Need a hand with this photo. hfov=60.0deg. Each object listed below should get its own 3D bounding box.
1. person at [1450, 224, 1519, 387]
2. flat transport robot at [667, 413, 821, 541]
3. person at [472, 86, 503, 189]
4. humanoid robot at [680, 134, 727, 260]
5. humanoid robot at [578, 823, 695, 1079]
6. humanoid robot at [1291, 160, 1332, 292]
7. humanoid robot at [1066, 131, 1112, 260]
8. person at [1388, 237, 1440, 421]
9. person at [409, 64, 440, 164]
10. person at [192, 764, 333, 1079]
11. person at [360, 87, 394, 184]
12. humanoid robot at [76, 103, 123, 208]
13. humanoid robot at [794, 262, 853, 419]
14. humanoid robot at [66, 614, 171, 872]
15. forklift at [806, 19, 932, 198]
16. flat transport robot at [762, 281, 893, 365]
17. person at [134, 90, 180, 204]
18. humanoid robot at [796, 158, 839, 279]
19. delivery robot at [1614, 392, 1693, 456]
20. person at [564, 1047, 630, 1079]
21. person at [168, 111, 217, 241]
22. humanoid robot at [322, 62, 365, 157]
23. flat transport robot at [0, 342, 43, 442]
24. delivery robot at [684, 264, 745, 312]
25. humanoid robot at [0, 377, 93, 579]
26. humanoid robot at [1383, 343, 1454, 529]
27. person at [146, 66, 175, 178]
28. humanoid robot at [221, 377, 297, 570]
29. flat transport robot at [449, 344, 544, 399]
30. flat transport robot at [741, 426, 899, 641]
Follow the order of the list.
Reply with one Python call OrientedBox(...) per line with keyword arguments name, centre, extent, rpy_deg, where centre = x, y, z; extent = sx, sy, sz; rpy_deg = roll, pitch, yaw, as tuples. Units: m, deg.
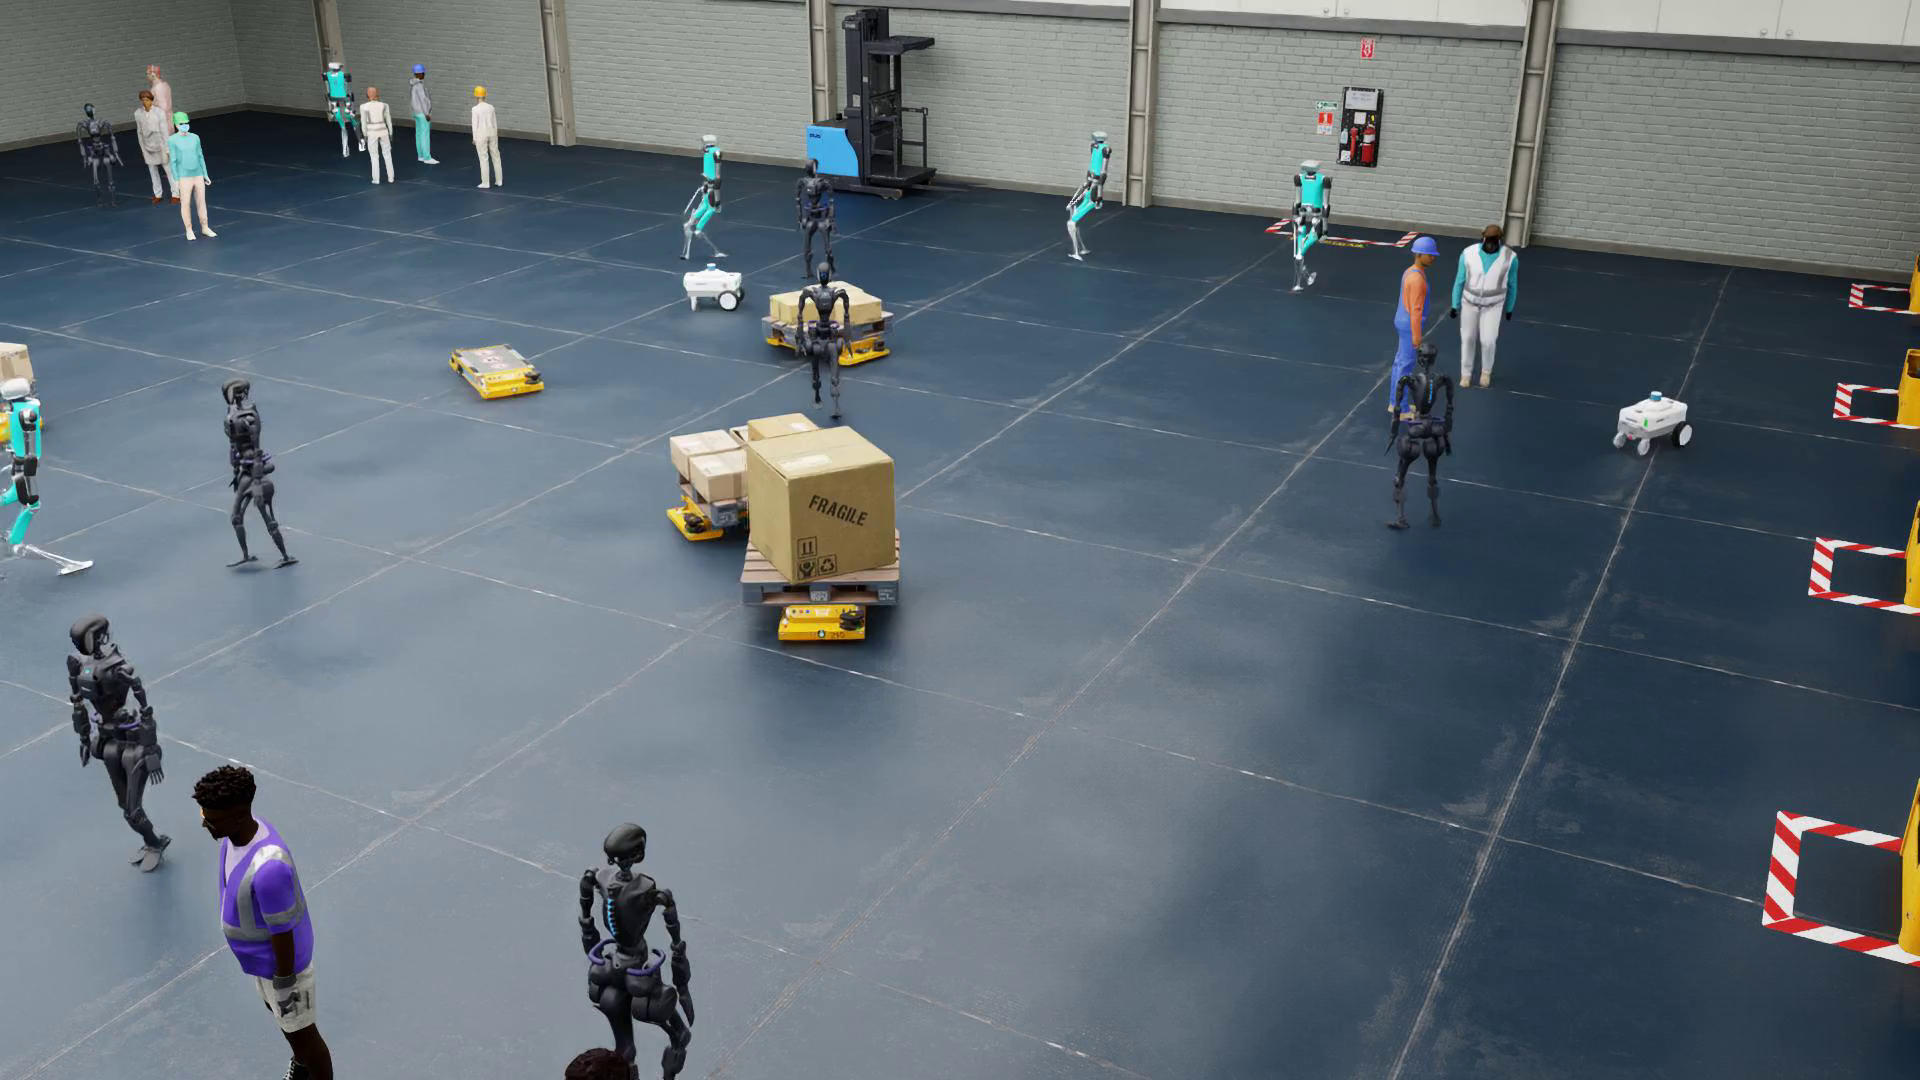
OrientedBox(name="person", centre=(5.688, -2.539, 18.105), extent=(0.644, 1.824, 0.461), rpy_deg=(11, 25, 23))
OrientedBox(name="flat transport robot", centre=(-1.853, -0.310, 14.885), extent=(1.431, 0.231, 0.659), rpy_deg=(-11, 26, -24))
OrientedBox(name="person", centre=(-8.061, -6.845, 28.284), extent=(0.315, 1.700, 0.466), rpy_deg=(21, 31, 39))
OrientedBox(name="humanoid robot", centre=(-3.745, -4.782, 23.547), extent=(0.818, 1.844, 0.555), rpy_deg=(-12, 26, -26))
OrientedBox(name="humanoid robot", centre=(-1.508, 2.020, 7.676), extent=(0.588, 1.652, 0.340), rpy_deg=(9, 25, 20))
OrientedBox(name="humanoid robot", centre=(4.497, -4.060, 21.755), extent=(0.564, 1.735, 1.028), rpy_deg=(18, 29, 36))
OrientedBox(name="humanoid robot", centre=(1.721, -4.900, 23.705), extent=(0.866, 1.773, 0.598), rpy_deg=(-7, 24, -16))
OrientedBox(name="person", centre=(4.674, -2.185, 17.179), extent=(0.372, 1.906, 0.522), rpy_deg=(3, 23, 7))
OrientedBox(name="person", centre=(-9.818, -7.775, 30.356), extent=(0.352, 1.775, 0.544), rpy_deg=(-15, 27, -31))
OrientedBox(name="person", centre=(-3.172, 1.886, 7.642), extent=(0.382, 1.957, 0.601), rpy_deg=(-17, 29, -35))
OrientedBox(name="person", centre=(-10.024, -6.961, 28.640), extent=(0.515, 1.634, 0.310), rpy_deg=(-13, 27, -28))
OrientedBox(name="humanoid robot", centre=(-13.811, -6.171, 26.744), extent=(0.591, 1.655, 0.393), rpy_deg=(-11, 25, -23))
OrientedBox(name="humanoid robot", centre=(-1.418, -2.075, 17.263), extent=(0.611, 1.623, 0.773), rpy_deg=(-5, 24, -11))
OrientedBox(name="humanoid robot", centre=(-4.872, 1.169, 9.656), extent=(0.598, 1.640, 0.397), rpy_deg=(8, 25, 18))
OrientedBox(name="forklift", centre=(-1.573, -7.292, 27.850), extent=(1.873, 2.768, 1.129), rpy_deg=(12, 26, 25))
OrientedBox(name="flat transport robot", centre=(-1.564, -2.339, 19.608), extent=(1.431, 0.231, 0.659), rpy_deg=(20, 30, 39))
OrientedBox(name="person", centre=(-13.102, -6.396, 27.100), extent=(0.496, 1.823, 0.369), rpy_deg=(-1, 23, -1))
OrientedBox(name="humanoid robot", centre=(-1.928, -4.364, 22.535), extent=(0.600, 1.638, 0.392), rpy_deg=(7, 24, 15))
OrientedBox(name="delivery robot", centre=(6.906, -1.178, 16.559), extent=(0.786, 0.608, 0.499), rpy_deg=(-15, 28, -31))
OrientedBox(name="person", centre=(-1.215, 2.613, 5.990), extent=(0.393, 1.922, 0.590), rpy_deg=(-6, 24, -14))
OrientedBox(name="person", centre=(-11.461, -5.429, 24.766), extent=(0.349, 1.876, 0.518), rpy_deg=(21, 31, 39))
OrientedBox(name="humanoid robot", centre=(-11.489, -8.107, 31.195), extent=(0.557, 1.766, 0.965), rpy_deg=(0, 23, 0))
OrientedBox(name="flat transport robot", centre=(-10.220, -1.212, 16.985), extent=(1.431, 0.231, 0.659), rpy_deg=(7, 24, 15))
OrientedBox(name="delivery robot", centre=(-3.165, -3.253, 21.345), extent=(0.729, 0.573, 0.512), rpy_deg=(1, 23, 2))
OrientedBox(name="humanoid robot", centre=(-7.698, -0.376, 13.282), extent=(1.066, 1.775, 0.531), rpy_deg=(-15, 27, -31))
OrientedBox(name="humanoid robot", centre=(4.012, -0.896, 14.469), extent=(0.616, 1.634, 0.395), rpy_deg=(-4, 24, -9))
OrientedBox(name="person", centre=(-13.992, -7.345, 29.190), extent=(0.409, 1.906, 0.652), rpy_deg=(-7, 24, -15))
OrientedBox(name="humanoid robot", centre=(-5.824, -0.514, 13.581), extent=(0.560, 1.648, 0.597), rpy_deg=(-20, 30, -38))
OrientedBox(name="flat transport robot", centre=(-5.192, -1.895, 18.574), extent=(0.659, 0.231, 1.431), rpy_deg=(-13, 27, -28))
OrientedBox(name="flat transport robot", centre=(-1.085, 0.406, 13.217), extent=(0.659, 0.231, 1.431), rpy_deg=(-1, 23, -2))
